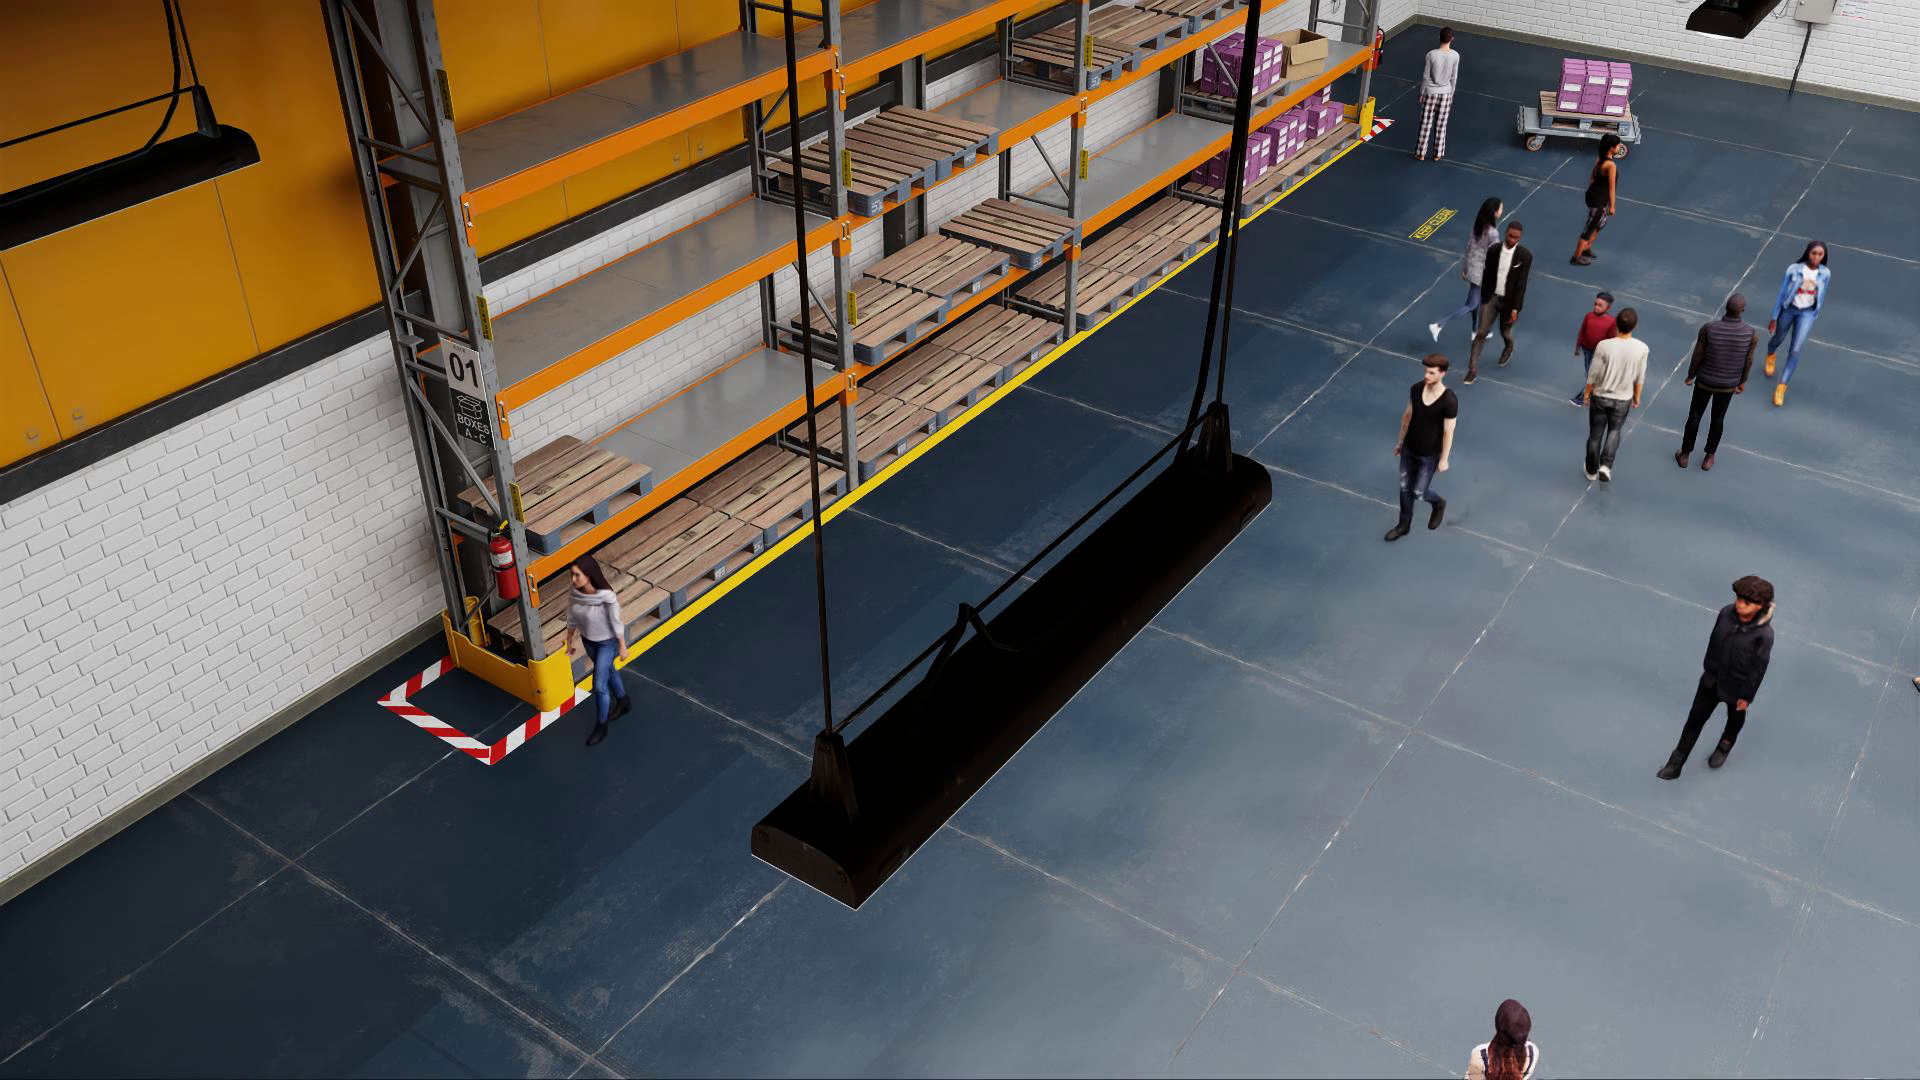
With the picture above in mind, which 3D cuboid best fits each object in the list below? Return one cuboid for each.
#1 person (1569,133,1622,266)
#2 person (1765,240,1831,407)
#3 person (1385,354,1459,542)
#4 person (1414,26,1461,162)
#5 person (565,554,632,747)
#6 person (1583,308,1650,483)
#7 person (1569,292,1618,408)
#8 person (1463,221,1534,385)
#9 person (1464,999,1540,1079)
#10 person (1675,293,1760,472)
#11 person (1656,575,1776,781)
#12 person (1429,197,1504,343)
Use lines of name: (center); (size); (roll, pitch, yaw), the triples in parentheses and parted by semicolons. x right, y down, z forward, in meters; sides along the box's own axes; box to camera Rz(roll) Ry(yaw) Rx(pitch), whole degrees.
person: (7.602, -4.090, 20.022); (0.765, 1.656, 0.691); (1, 34, 2)
person: (8.696, -2.347, 17.387); (0.862, 1.669, 1.267); (10, 35, 15)
person: (4.212, -0.840, 14.927); (0.956, 1.883, 0.827); (-22, 40, -30)
person: (6.590, -6.149, 22.945); (0.702, 1.847, 0.700); (3, 34, 5)
person: (-2.708, 0.751, 12.783); (0.637, 1.607, 0.793); (20, 39, 27)
person: (6.168, -1.311, 15.707); (0.821, 1.804, 0.888); (8, 34, 12)
person: (6.642, -2.024, 17.288); (0.658, 1.240, 0.937); (27, 42, 34)
person: (5.764, -2.536, 17.586); (0.648, 1.765, 1.133); (20, 38, 27)
person: (2.919, 3.201, 9.075); (0.786, 1.631, 0.849); (-5, 34, -7)
person: (7.275, -1.527, 16.004); (0.754, 1.835, 0.674); (11, 35, 16)
person: (5.739, 1.005, 12.290); (1.158, 1.730, 0.837); (-24, 41, -32)
person: (5.584, -2.905, 18.195); (1.142, 1.704, 1.053); (-7, 34, -10)
